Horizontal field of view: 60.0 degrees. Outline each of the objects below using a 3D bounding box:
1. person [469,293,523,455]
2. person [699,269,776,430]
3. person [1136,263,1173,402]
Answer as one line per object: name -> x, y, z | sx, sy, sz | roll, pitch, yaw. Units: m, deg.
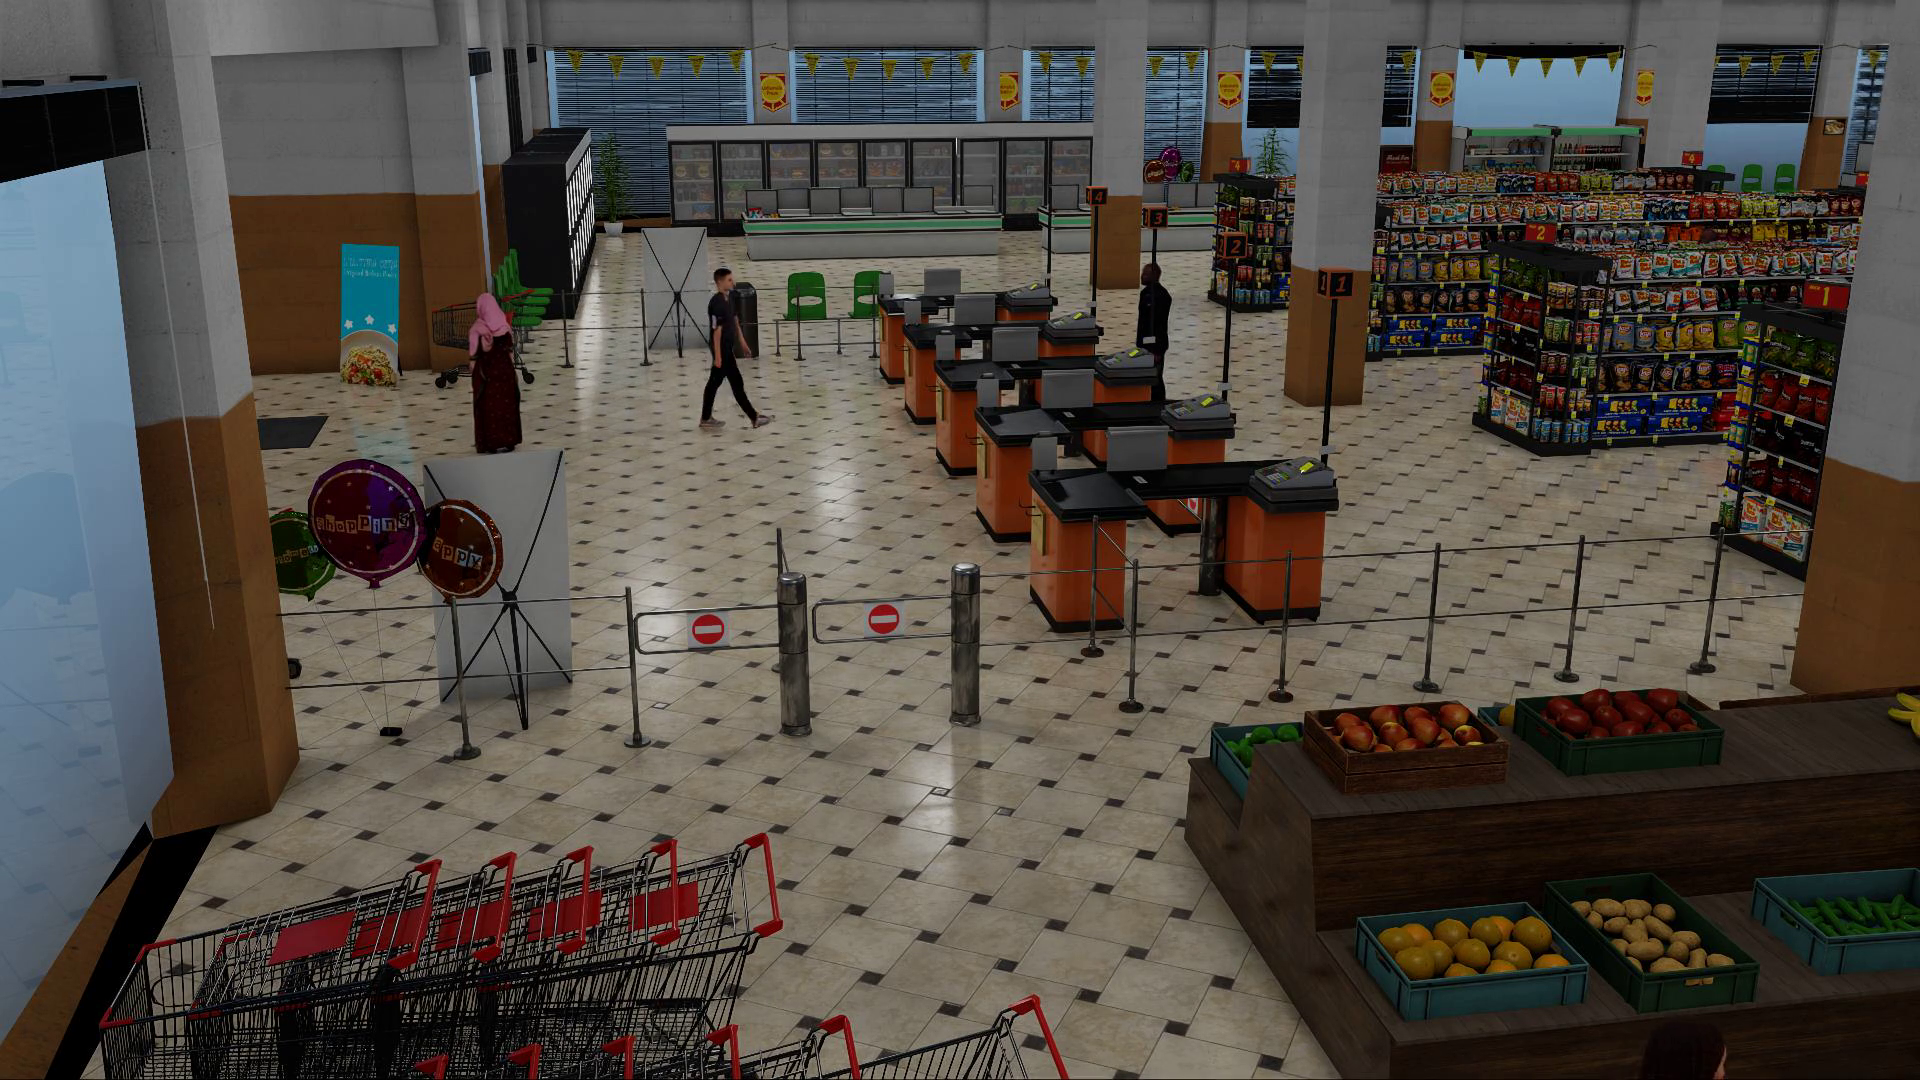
person -> -4.762, -1.705, 16.971 | 0.710, 1.634, 0.836 | -12, 20, -34
person -> -2.616, -2.010, 17.821 | 1.161, 1.723, 0.855 | 1, 17, 4
person -> 2.068, -2.065, 17.839 | 0.627, 1.817, 0.721 | -5, 18, -17
